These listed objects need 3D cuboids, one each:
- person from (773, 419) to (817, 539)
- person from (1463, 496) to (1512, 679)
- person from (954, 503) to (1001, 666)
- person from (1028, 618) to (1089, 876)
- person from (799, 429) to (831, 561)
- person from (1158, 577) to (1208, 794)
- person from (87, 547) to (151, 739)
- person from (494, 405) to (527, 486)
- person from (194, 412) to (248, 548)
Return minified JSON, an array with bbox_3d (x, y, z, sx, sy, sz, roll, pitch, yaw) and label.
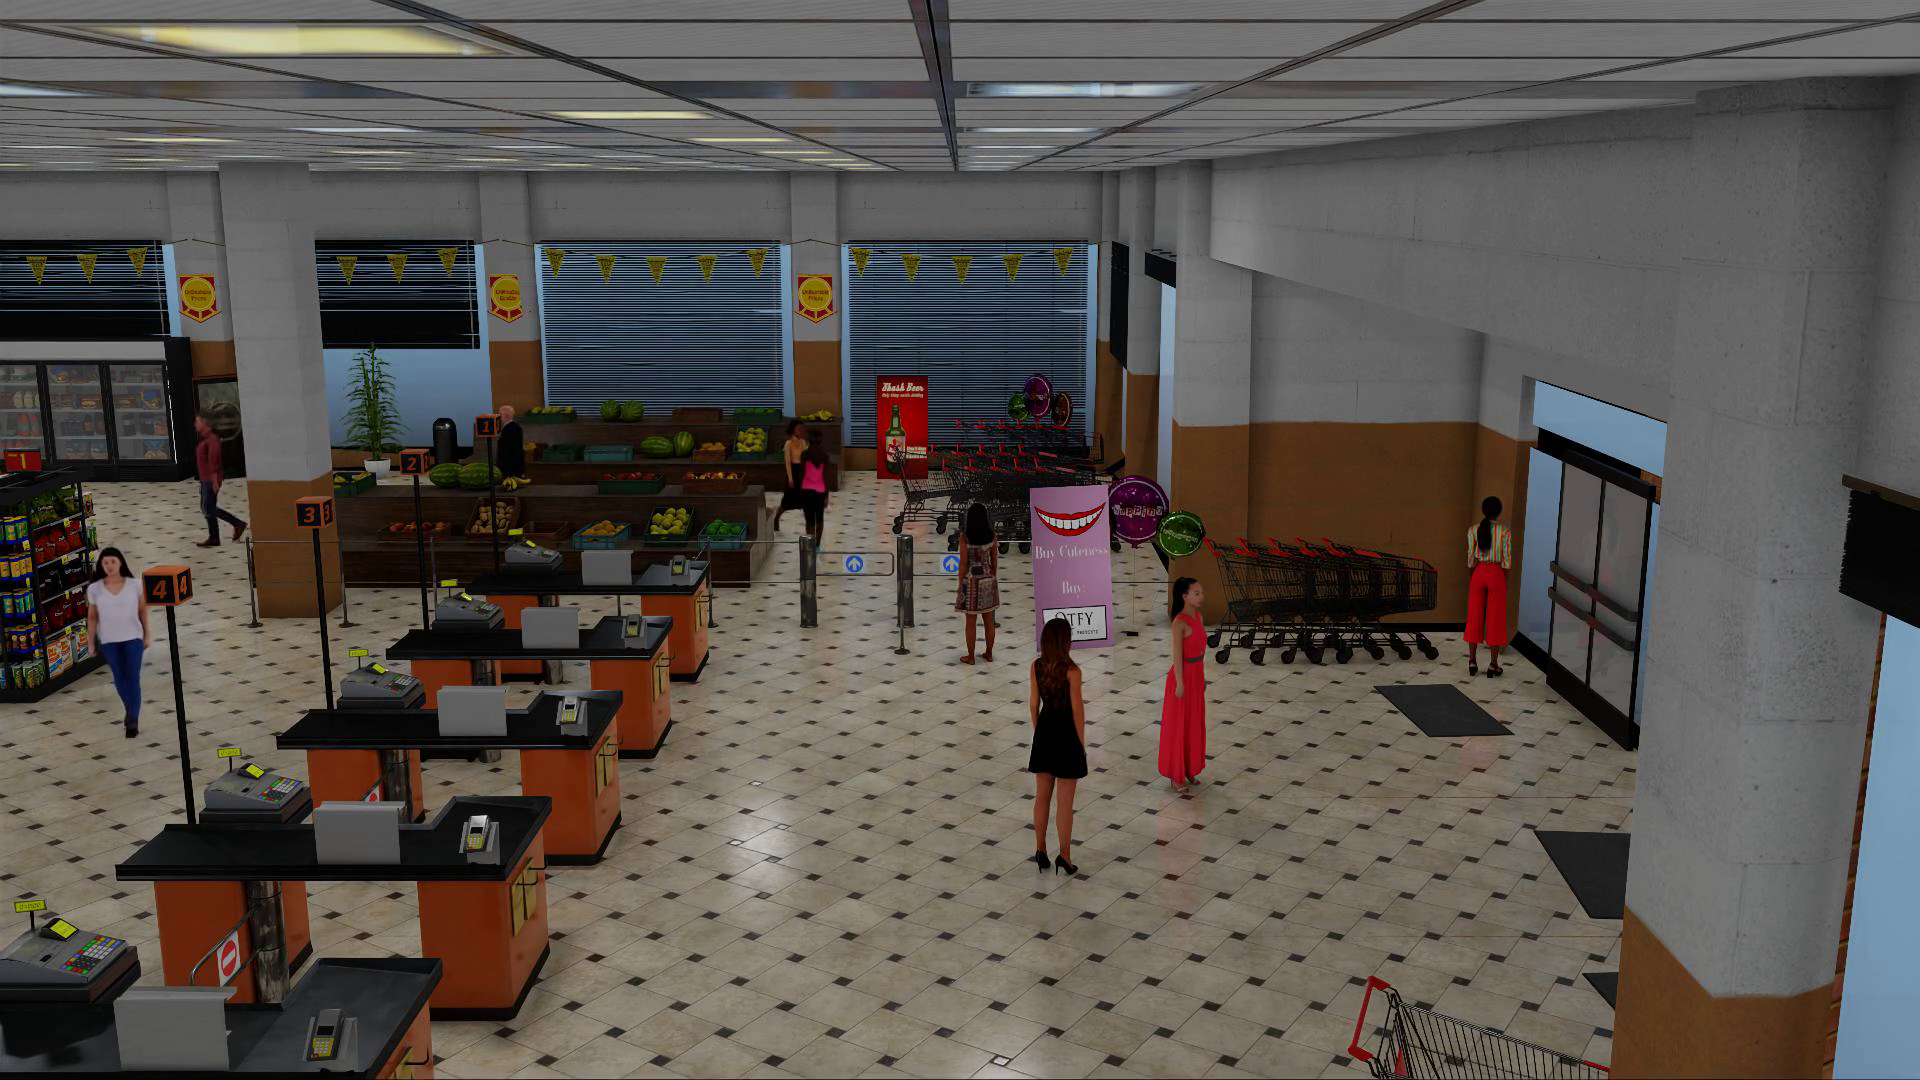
[{"bbox_3d":[-2.308,-0.818,22.734,1.075,1.617,0.971,10,16,40],"label":"person"},{"bbox_3d":[5.168,0.451,16.279,0.639,1.793,0.743,7,14,31],"label":"person"},{"bbox_3d":[0.181,0.430,16.740,0.641,1.645,0.784,-6,13,-27],"label":"person"},{"bbox_3d":[0.667,1.431,11.521,0.626,1.835,0.722,8,14,32],"label":"person"},{"bbox_3d":[-1.871,-0.535,21.263,1.144,1.669,0.751,-2,12,-9],"label":"person"},{"bbox_3d":[1.795,1.134,13.196,0.748,1.727,0.713,8,15,35],"label":"person"},{"bbox_3d":[-7.320,0.899,14.526,1.130,1.638,0.957,-4,13,-20],"label":"person"},{"bbox_3d":[-6.107,-0.942,23.002,1.193,1.748,0.726,1,12,3],"label":"person"},{"bbox_3d":[-9.897,-0.801,22.171,1.025,1.815,0.939,-8,14,-32],"label":"person"}]
